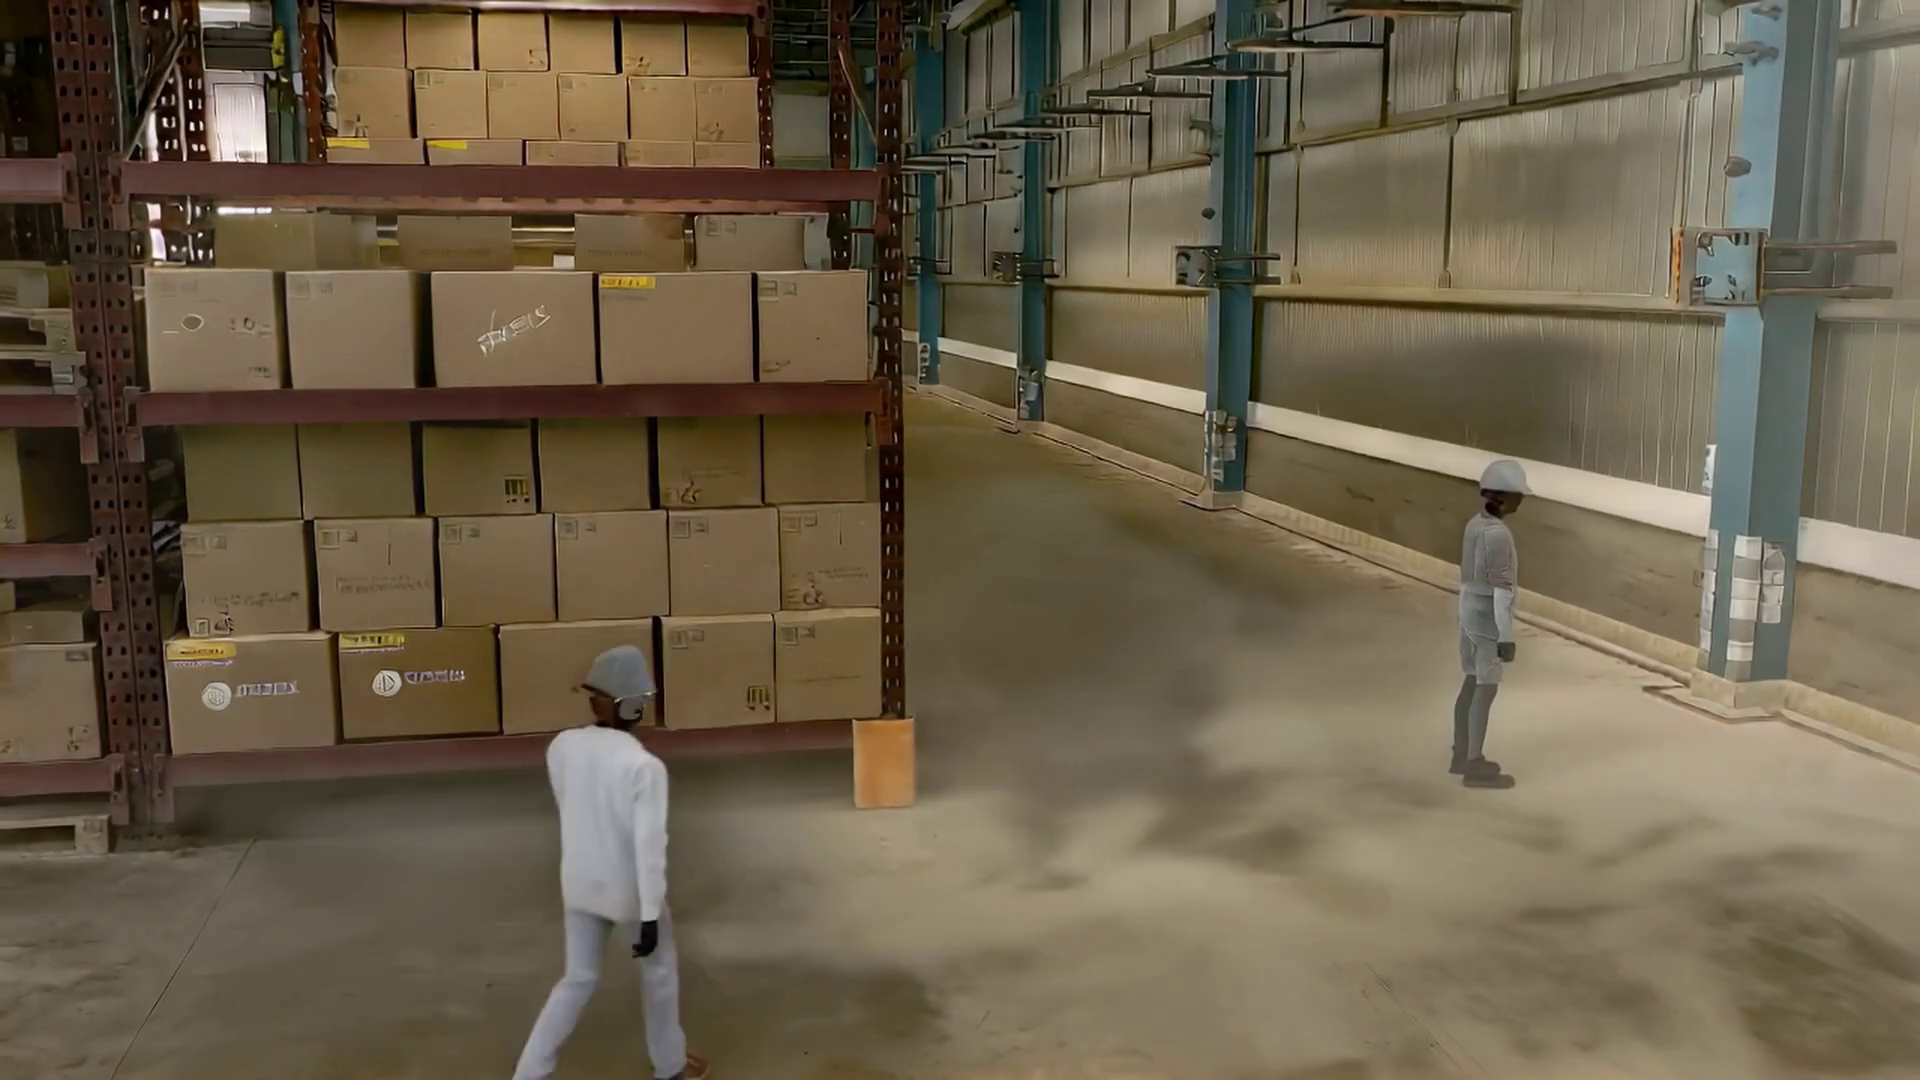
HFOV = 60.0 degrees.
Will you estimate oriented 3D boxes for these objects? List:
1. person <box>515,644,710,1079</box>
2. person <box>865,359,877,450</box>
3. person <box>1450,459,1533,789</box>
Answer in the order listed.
[{"bbox_3d":[-1.262,1.222,5.873,0.555,1.725,0.820,5,11,30],"label":"person"},{"bbox_3d":[-1.653,-2.396,27.591,0.591,1.833,0.403,-3,10,-20],"label":"person"},{"bbox_3d":[3.118,0.487,9.740,0.388,1.930,0.548,0,9,2],"label":"person"}]
